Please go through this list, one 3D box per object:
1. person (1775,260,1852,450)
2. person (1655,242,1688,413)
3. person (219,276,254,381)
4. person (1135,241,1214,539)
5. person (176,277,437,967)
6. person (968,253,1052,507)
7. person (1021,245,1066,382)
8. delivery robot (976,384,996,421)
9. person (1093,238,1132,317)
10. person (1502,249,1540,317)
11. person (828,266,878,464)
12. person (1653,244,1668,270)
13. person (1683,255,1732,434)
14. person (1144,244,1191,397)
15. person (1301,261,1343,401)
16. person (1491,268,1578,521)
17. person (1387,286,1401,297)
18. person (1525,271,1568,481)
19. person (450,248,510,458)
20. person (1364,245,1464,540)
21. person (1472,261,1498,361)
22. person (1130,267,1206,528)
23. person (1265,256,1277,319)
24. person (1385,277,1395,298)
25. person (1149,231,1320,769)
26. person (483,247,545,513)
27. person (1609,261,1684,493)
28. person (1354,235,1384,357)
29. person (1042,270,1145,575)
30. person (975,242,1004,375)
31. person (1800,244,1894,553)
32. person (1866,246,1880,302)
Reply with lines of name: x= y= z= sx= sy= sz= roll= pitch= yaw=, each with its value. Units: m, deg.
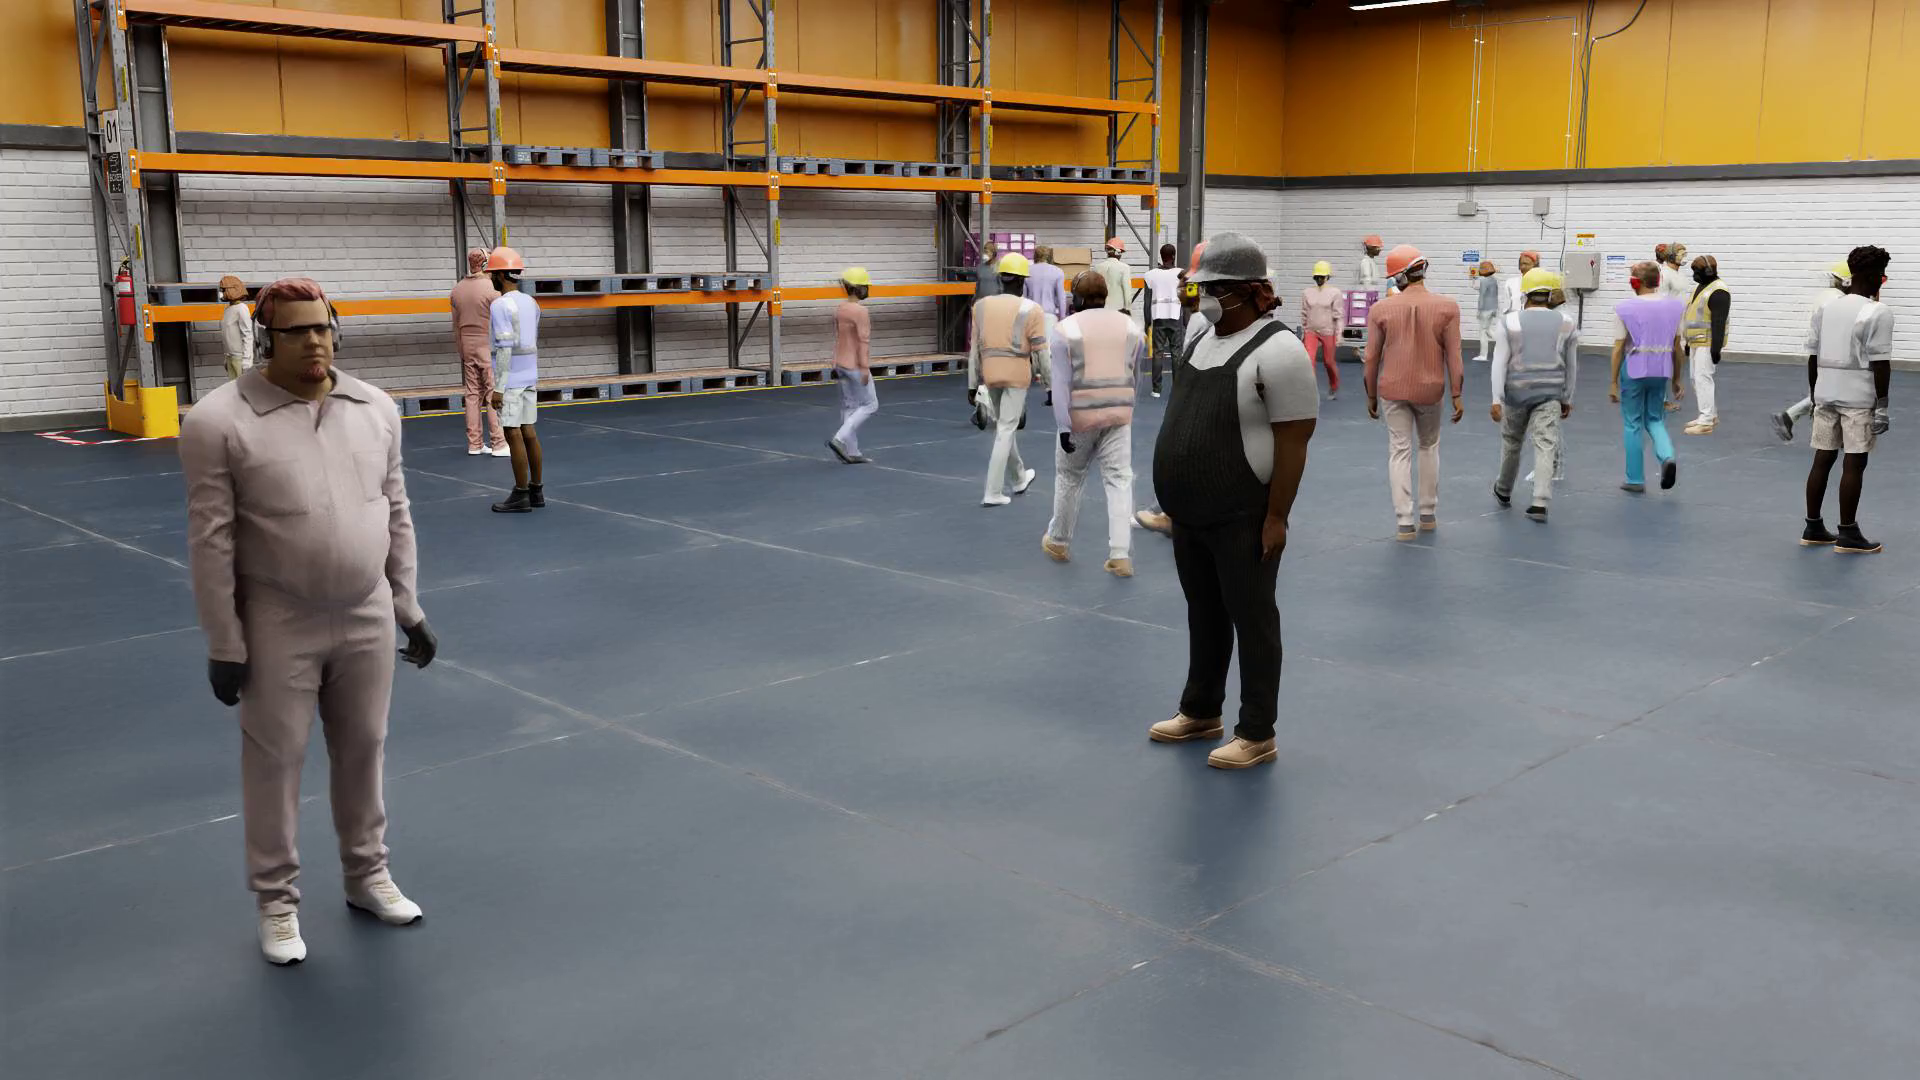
person: x=8.199 y=-1.753 z=15.756 sx=0.681 sy=1.807 sz=0.596 roll=4 pitch=11 yaw=21
person: x=8.139 y=-2.434 z=19.096 sx=0.373 sy=1.940 sz=0.628 roll=8 pitch=13 yaw=38
person: x=-7.015 y=-1.740 z=16.146 sx=0.278 sy=1.633 sz=0.507 roll=-10 pitch=15 yaw=-44
person: x=1.661 y=-0.957 z=10.936 sx=1.021 sy=1.970 sz=0.633 roll=5 pitch=11 yaw=23
person: x=-1.818 y=0.217 z=4.729 sx=0.404 sy=1.906 sz=0.684 roll=9 pitch=14 yaw=41
person: x=0.431 y=-1.221 z=12.623 sx=0.619 sy=1.877 sz=0.954 roll=7 pitch=12 yaw=32
person: x=1.078 y=-3.061 z=22.644 sx=0.663 sy=1.900 sz=0.822 roll=3 pitch=11 yaw=17
delivery robot: x=0.390 y=-1.508 z=17.568 sx=0.477 sy=0.478 sz=0.707 roll=-2 pitch=10 yaw=-10
person: x=2.160 y=-3.262 z=23.484 sx=0.612 sy=1.984 sz=0.401 roll=8 pitch=13 yaw=36
person: x=6.282 y=-2.272 z=18.405 sx=0.592 sy=1.869 sz=0.602 roll=9 pitch=14 yaw=41
person: x=-0.948 y=-1.516 z=14.616 sx=0.419 sy=1.756 sz=0.525 roll=-6 pitch=12 yaw=-31
person: x=11.217 y=-3.818 z=26.797 sx=0.361 sy=1.882 sz=0.575 roll=6 pitch=12 yaw=31
person: x=7.684 y=-2.000 z=17.061 sx=0.525 sy=1.822 sz=0.768 roll=1 pitch=10 yaw=6
person: x=2.591 y=-2.741 z=20.838 sx=0.587 sy=1.915 sz=0.394 roll=2 pitch=11 yaw=12
person: x=4.386 y=-2.510 z=20.104 sx=0.526 sy=1.728 sz=0.847 roll=6 pitch=12 yaw=28
person: x=4.131 y=-1.066 z=12.045 sx=0.617 sy=1.780 sz=0.949 roll=1 pitch=10 yaw=5
person: x=5.777 y=-2.743 z=21.495 sx=0.536 sy=1.682 sz=0.612 roll=-1 pitch=10 yaw=-7
person: x=4.778 y=-1.331 z=13.662 sx=0.505 sy=1.725 sz=0.501 roll=0 pitch=10 yaw=-1
person: x=-4.326 y=-1.705 z=15.210 sx=0.642 sy=1.909 sz=0.408 roll=6 pitch=12 yaw=29
person: x=3.069 y=-0.987 z=11.262 sx=0.656 sy=1.916 sz=0.786 roll=3 pitch=11 yaw=15
person: x=8.560 y=-3.698 z=26.861 sx=0.421 sy=1.614 sz=0.537 roll=9 pitch=14 yaw=40
person: x=1.655 y=-0.958 z=11.430 sx=0.981 sy=1.821 sz=0.527 roll=2 pitch=11 yaw=10
person: x=4.540 y=-3.477 z=25.239 sx=0.628 sy=1.780 sz=0.965 roll=7 pitch=13 yaw=35
person: x=7.375 y=-3.895 z=27.951 sx=0.571 sy=1.609 sz=0.395 roll=-8 pitch=13 yaw=-36
person: x=0.998 y=-0.154 z=6.386 sx=0.539 sy=2.000 sz=0.688 roll=-5 pitch=12 yaw=-27
person: x=-3.288 y=-1.165 z=12.178 sx=0.367 sy=1.935 sz=0.552 roll=2 pitch=11 yaw=13
person: x=5.349 y=-1.250 z=12.945 sx=0.598 sy=1.822 sz=0.522 roll=-1 pitch=10 yaw=-5
person: x=6.795 y=-4.025 z=27.546 sx=0.529 sy=2.020 sz=0.606 roll=6 pitch=12 yaw=29
person: x=0.795 y=-0.722 z=10.129 sx=0.621 sy=1.801 sz=0.945 roll=-3 pitch=11 yaw=-15
person: x=0.458 y=-3.341 z=24.076 sx=0.469 sy=1.928 sz=0.651 roll=-10 pitch=14 yaw=-43
person: x=5.712 y=-0.902 z=10.671 sx=0.367 sy=1.962 sz=0.613 roll=-3 pitch=11 yaw=-17
person: x=13.438 y=-3.431 z=24.721 sx=0.329 sy=1.872 sz=0.508 roll=-6 pitch=12 yaw=-28
